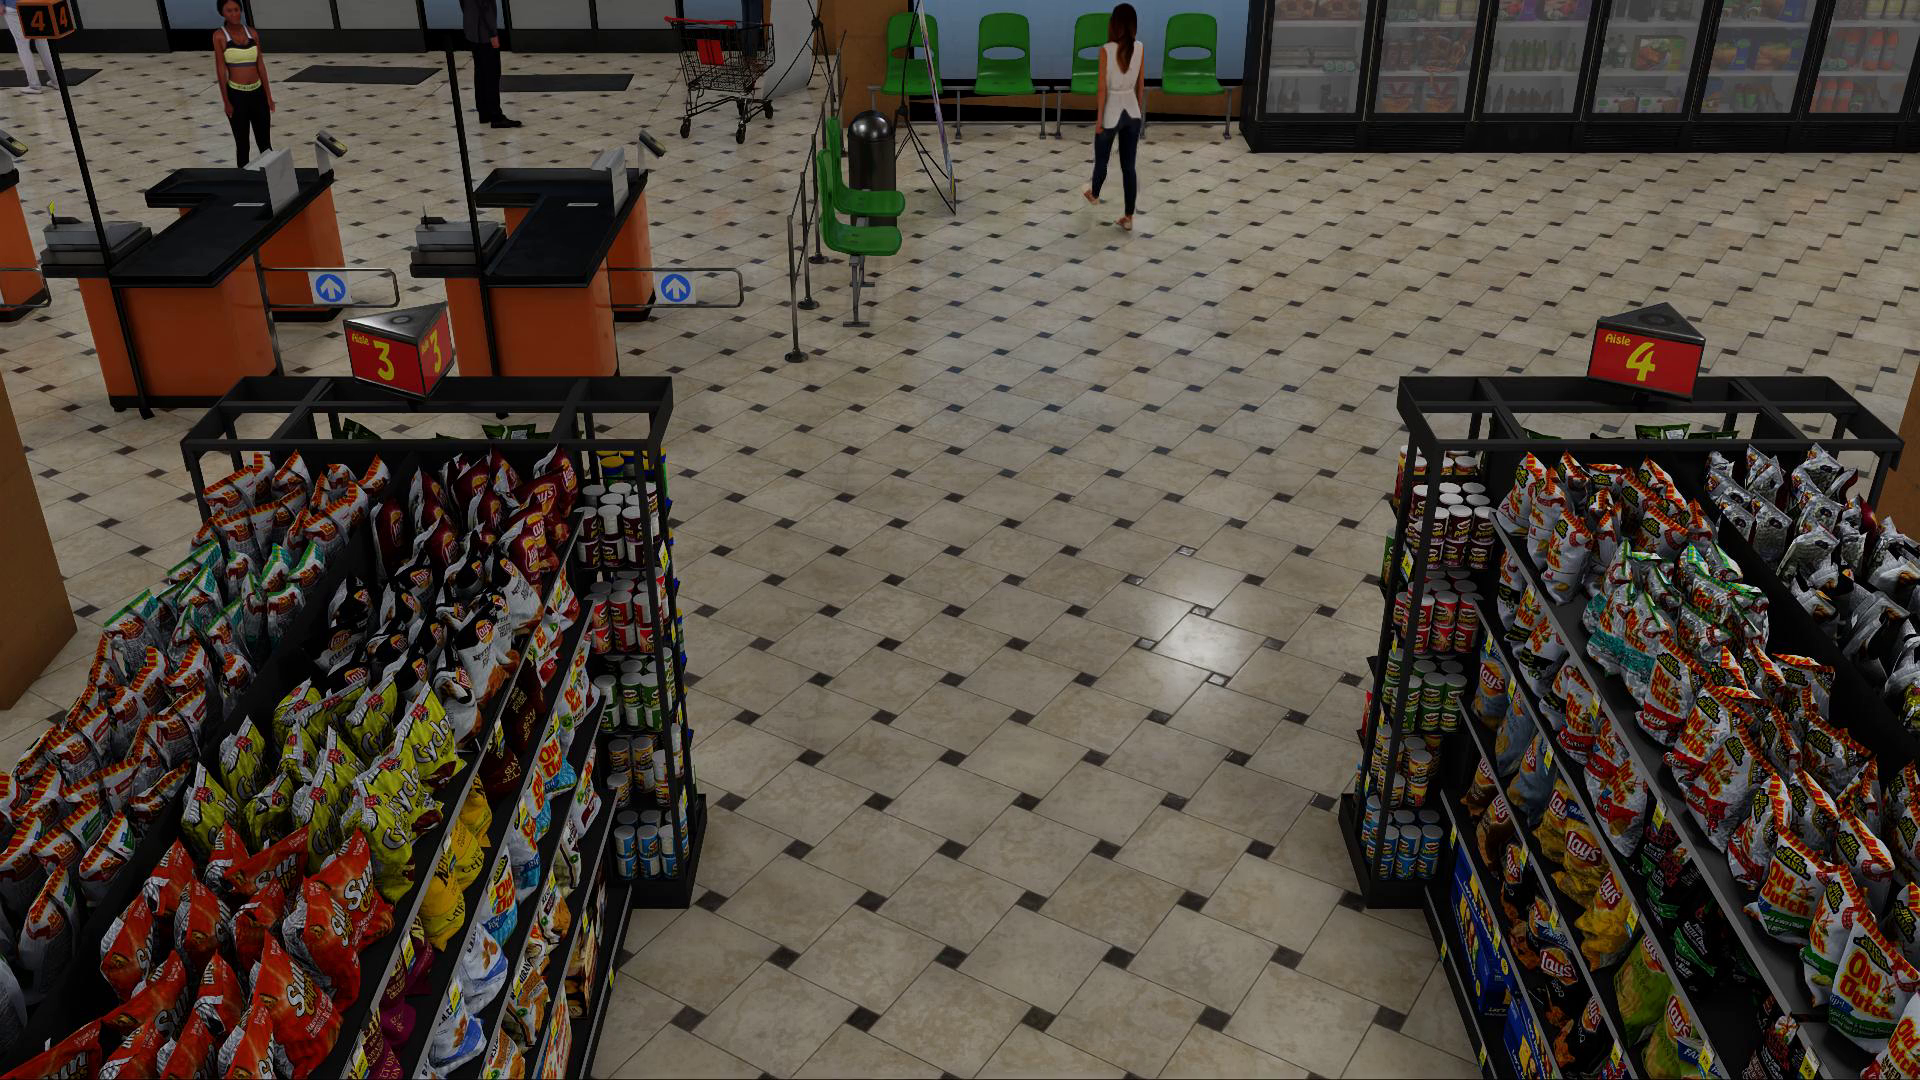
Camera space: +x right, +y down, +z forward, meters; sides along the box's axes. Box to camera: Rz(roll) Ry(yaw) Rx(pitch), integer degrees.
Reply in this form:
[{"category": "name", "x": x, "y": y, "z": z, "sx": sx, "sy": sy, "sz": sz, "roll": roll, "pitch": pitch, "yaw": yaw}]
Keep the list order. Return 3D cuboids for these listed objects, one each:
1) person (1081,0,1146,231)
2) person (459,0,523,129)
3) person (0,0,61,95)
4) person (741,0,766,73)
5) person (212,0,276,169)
[{"category": "person", "x": 1.322, "y": -3.351, "z": 13.365, "sx": 0.865, "sy": 1.745, "sz": 1.160, "roll": -10, "pitch": 30, "yaw": -17}, {"category": "person", "x": -4.666, "y": -4.989, "z": 16.264, "sx": 0.870, "sy": 1.842, "sz": 0.777, "roll": -21, "pitch": 35, "yaw": -33}, {"category": "person", "x": -9.864, "y": -5.657, "z": 17.439, "sx": 0.798, "sy": 1.887, "sz": 0.676, "roll": 16, "pitch": 32, "yaw": 27}, {"category": "person", "x": -2.324, "y": -6.103, "z": 18.355, "sx": 0.732, "sy": 1.792, "sz": 0.619, "roll": -15, "pitch": 32, "yaw": -26}, {"category": "person", "x": -6.006, "y": -3.698, "z": 13.991, "sx": 0.637, "sy": 1.754, "sz": 0.690, "roll": -24, "pitch": 36, "yaw": -36}]
